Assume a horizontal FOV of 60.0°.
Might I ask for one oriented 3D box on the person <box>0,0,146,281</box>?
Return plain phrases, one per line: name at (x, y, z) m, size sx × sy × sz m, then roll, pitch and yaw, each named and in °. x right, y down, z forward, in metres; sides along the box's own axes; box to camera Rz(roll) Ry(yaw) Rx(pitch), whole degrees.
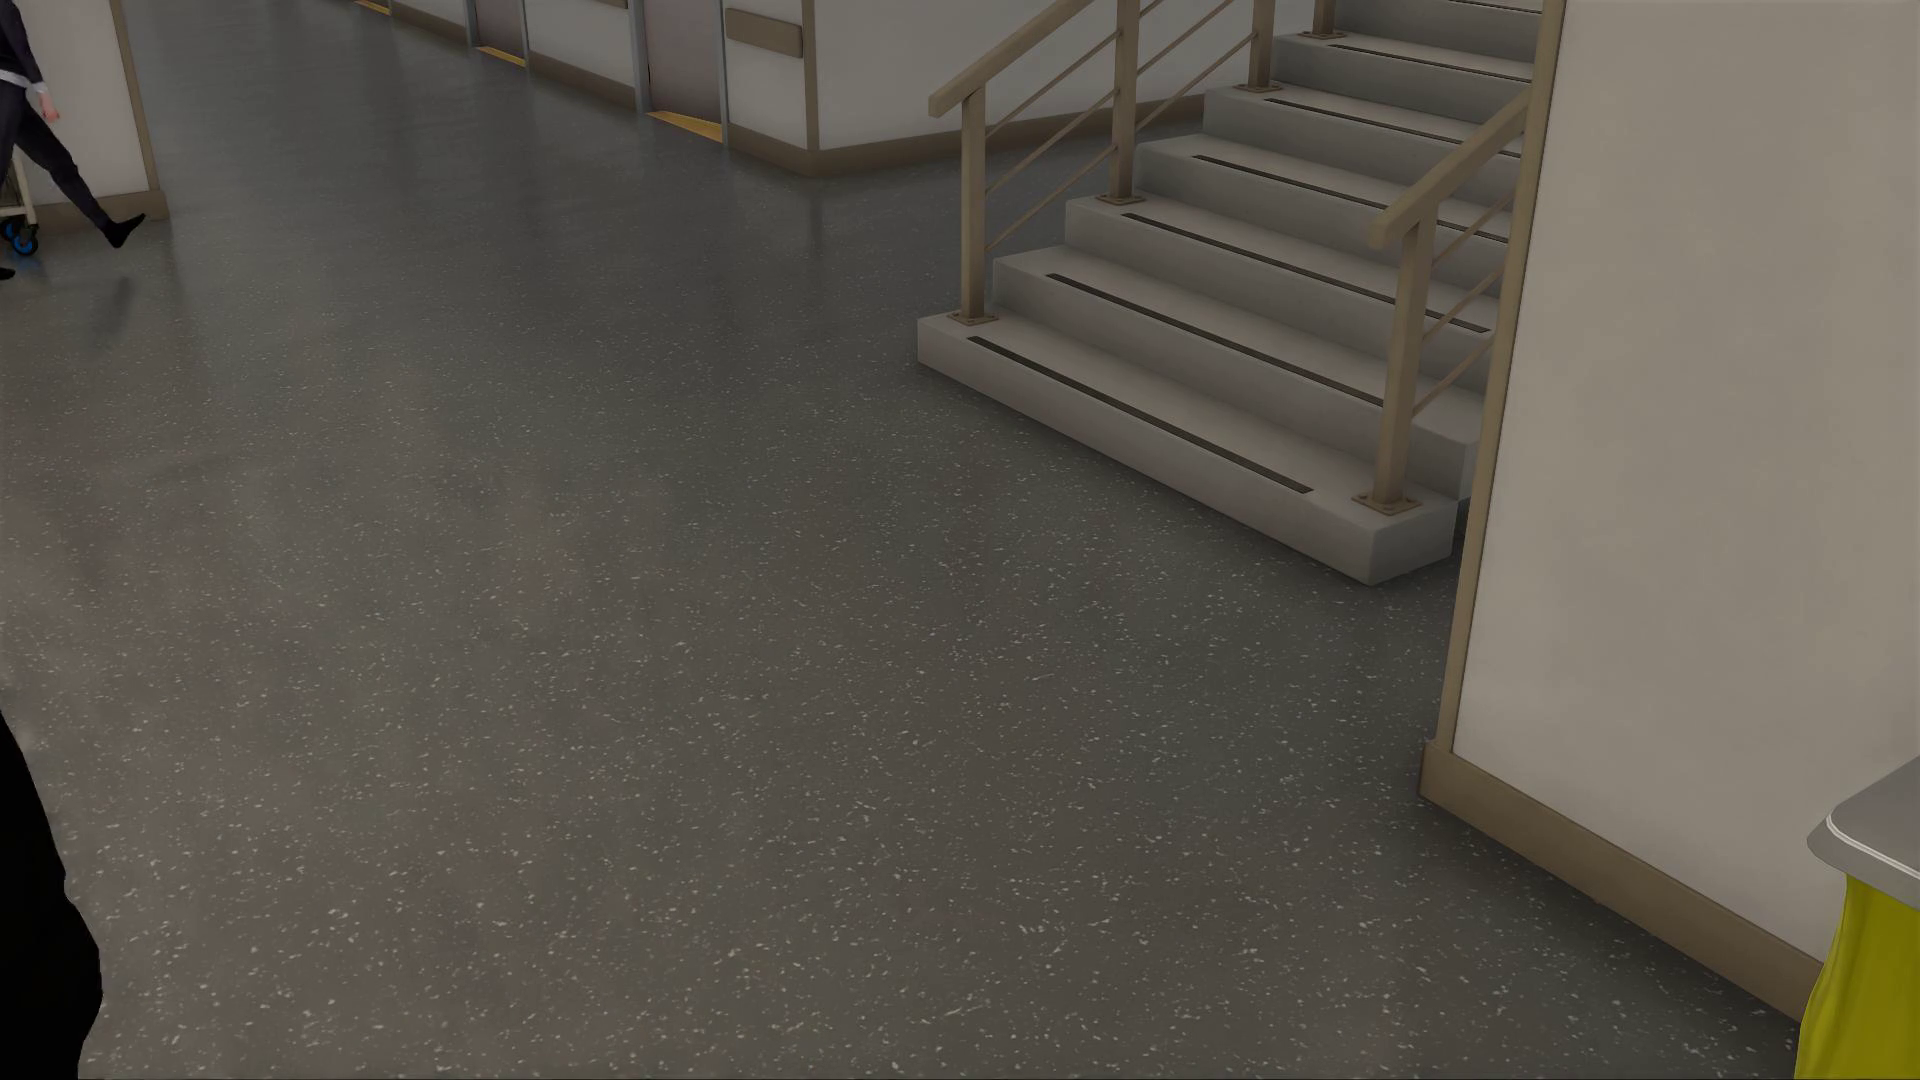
person at (-4.636, -2.045, 7.912) m, size 0.906 × 1.714 × 1.275 m, roll 18°, pitch 31°, yaw 33°
